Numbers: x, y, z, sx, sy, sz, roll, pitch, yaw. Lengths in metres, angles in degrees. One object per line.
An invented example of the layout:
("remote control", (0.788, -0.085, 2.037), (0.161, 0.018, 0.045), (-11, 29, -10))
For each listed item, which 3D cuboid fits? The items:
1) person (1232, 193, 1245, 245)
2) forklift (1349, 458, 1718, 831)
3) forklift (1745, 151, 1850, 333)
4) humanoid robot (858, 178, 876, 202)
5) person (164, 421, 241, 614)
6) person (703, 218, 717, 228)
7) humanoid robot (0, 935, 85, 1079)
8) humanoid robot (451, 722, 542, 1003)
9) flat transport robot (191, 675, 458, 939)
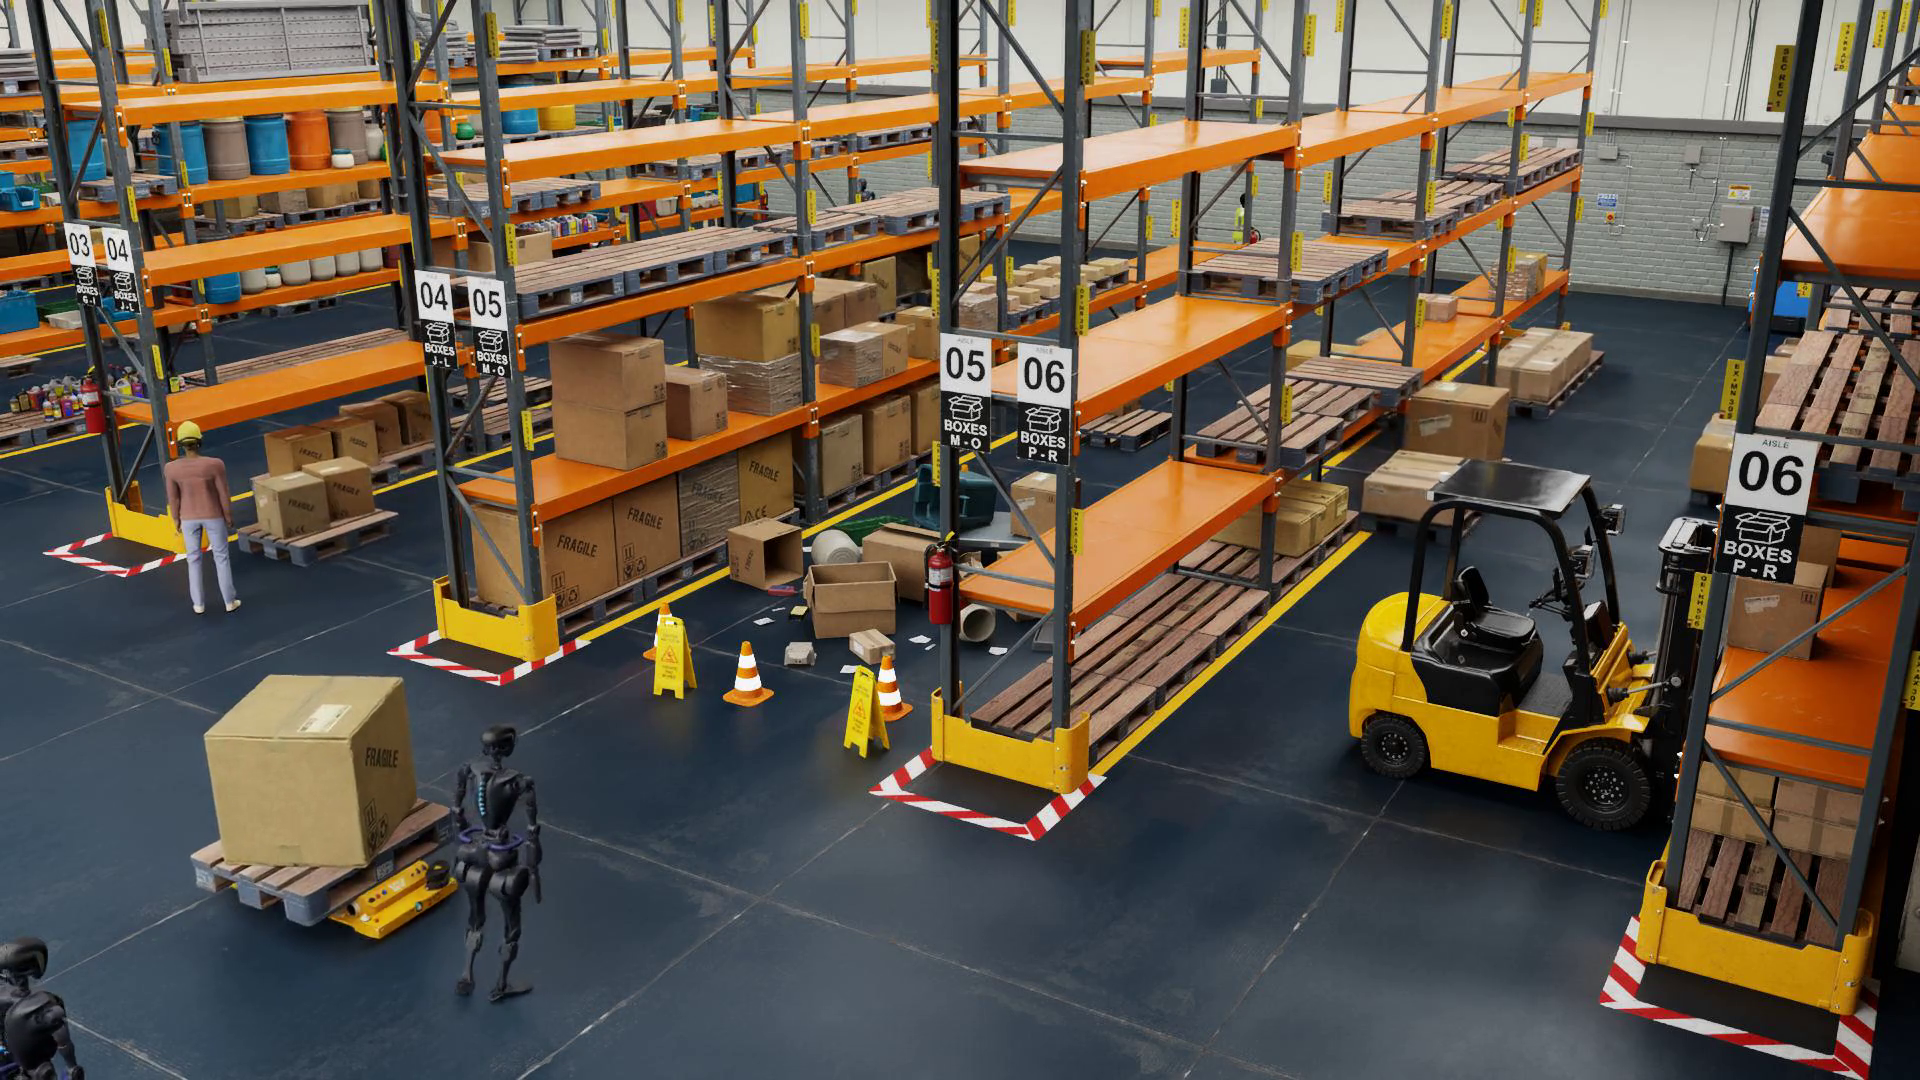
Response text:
("person", (5.131, -5.472, 30.263), (0.320, 1.686, 0.538), (-1, 19, -4))
("forklift", (3.988, 0.658, 11.776), (2.313, 2.155, 1.214), (11, 22, 29))
("forklift", (13.620, -4.667, 26.137), (1.873, 2.768, 1.129), (11, 22, 29))
("humanoid robot", (-1.892, -6.287, 32.654), (0.615, 1.643, 0.469), (-10, 21, -26))
("person", (-6.792, -0.202, 14.923), (0.523, 1.761, 0.345), (-4, 19, -11))
("person", (-5.243, -7.061, 34.861), (0.492, 1.688, 0.348), (-6, 20, -17))
("humanoid robot", (-4.021, 2.476, 7.292), (0.607, 1.649, 0.327), (9, 21, 24))
("humanoid robot", (-2.626, 1.800, 9.254), (0.605, 1.636, 0.428), (6, 20, 17))
("flat transport robot", (-3.952, 2.119, 10.489), (1.431, 0.231, 0.659), (10, 21, 26))
